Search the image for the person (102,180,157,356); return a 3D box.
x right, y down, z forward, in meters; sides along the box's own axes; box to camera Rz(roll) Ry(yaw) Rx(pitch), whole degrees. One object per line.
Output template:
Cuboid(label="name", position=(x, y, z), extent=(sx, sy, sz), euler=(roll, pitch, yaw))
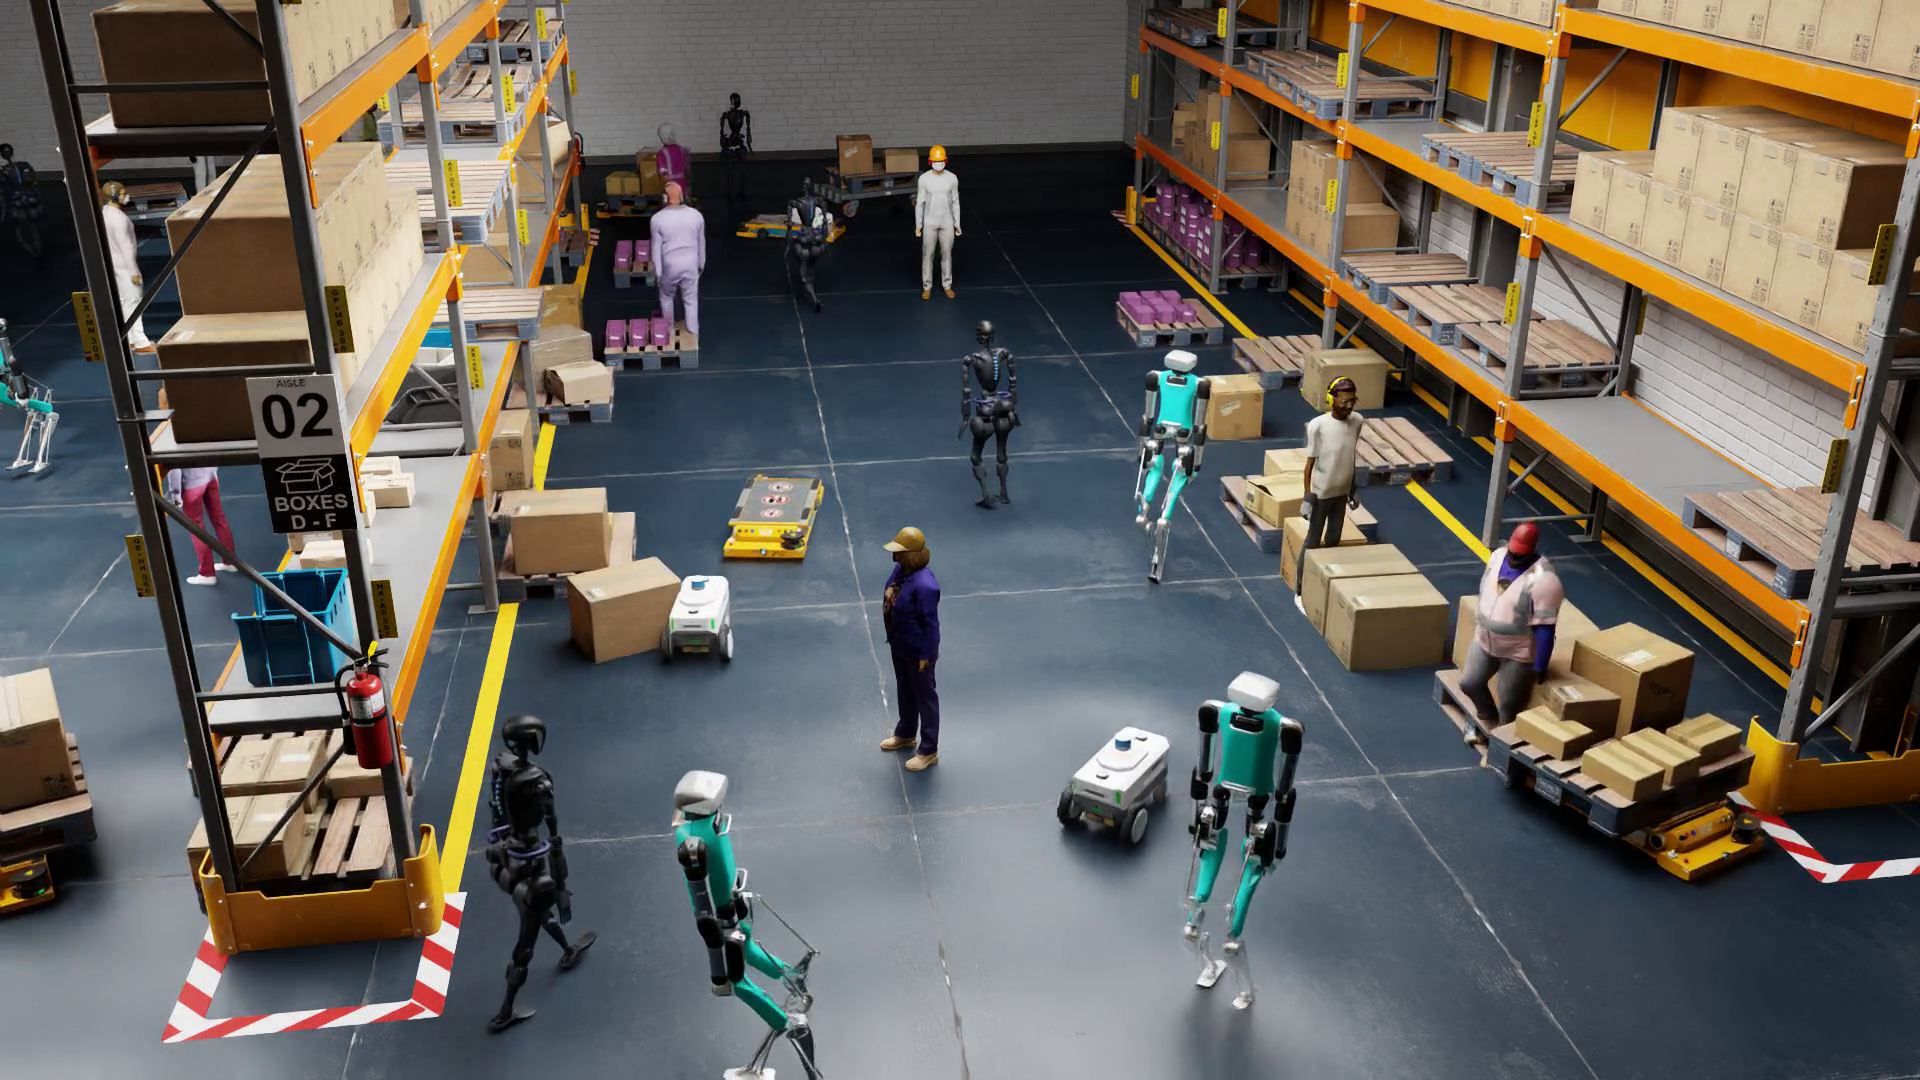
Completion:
Cuboid(label="person", position=(-9.275, -3.025, 18.496), extent=(0.375, 1.939, 0.627), euler=(-19, 30, -37))

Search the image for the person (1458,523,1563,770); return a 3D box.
Cuboid(label="person", position=(3.408, 0.661, 10.364), extent=(0.467, 1.723, 0.639), euler=(-15, 28, -30))

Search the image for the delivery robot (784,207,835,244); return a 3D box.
Cuboid(label="delivery robot", position=(-2.129, -4.515, 23.596), extent=(0.499, 0.586, 0.760), euler=(-19, 30, -37))

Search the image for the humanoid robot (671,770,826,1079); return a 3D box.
Cuboid(label="humanoid robot", position=(-0.850, 1.894, 7.652), extent=(0.834, 1.869, 0.551), euler=(0, 24, 0))

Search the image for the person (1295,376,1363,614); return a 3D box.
Cuboid(label="person", position=(2.783, -0.341, 12.465), extent=(0.530, 1.868, 0.309), euler=(-12, 27, -26))

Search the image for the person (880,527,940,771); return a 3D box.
Cuboid(label="person", position=(-0.316, 0.668, 10.468), extent=(0.338, 1.623, 0.450), euler=(-14, 27, -29))

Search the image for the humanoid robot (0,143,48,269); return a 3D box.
Cuboid(label="humanoid robot", position=(-12.328, -4.398, 21.935), extent=(0.473, 1.645, 0.602), euler=(17, 29, 33))

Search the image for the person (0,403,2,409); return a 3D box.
Cuboid(label="person", position=(-10.052, -2.221, 16.666), extent=(0.482, 1.944, 0.432), euler=(-16, 28, -32))

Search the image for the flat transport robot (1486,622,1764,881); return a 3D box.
Cuboid(label="flat transport robot", position=(4.063, 1.558, 10.130), extent=(0.659, 0.231, 1.431), euler=(-13, 27, -27))

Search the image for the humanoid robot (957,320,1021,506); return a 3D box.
Cuboid(label="humanoid robot", position=(0.258, -1.095, 14.428), extent=(0.616, 1.652, 0.332), euler=(-15, 28, -31))

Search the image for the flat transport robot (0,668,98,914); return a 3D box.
Cuboid(label="flat transport robot", position=(-5.693, 1.765, 9.657), extent=(0.659, 0.231, 1.431), euler=(-14, 27, -28))

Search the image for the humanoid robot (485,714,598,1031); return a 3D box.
Cuboid(label="humanoid robot", position=(-2.134, 1.604, 8.314), extent=(0.612, 1.619, 0.760), euler=(21, 31, 39))

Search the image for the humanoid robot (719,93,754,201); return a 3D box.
Cuboid(label="humanoid robot", position=(-3.490, -6.115, 25.857), extent=(0.589, 1.648, 0.328), euler=(-18, 30, -36))

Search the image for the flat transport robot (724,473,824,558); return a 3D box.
Cuboid(label="flat transport robot", position=(-1.568, -0.213, 14.163), extent=(0.659, 0.231, 1.431), euler=(1, 24, 2))

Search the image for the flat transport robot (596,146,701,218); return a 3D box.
Cuboid(label="flat transport robot", position=(-4.694, -5.004, 25.079), extent=(1.431, 0.231, 0.659), euler=(2, 24, 5))

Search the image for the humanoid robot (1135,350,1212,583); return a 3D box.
Cuboid(label="humanoid robot", position=(1.602, -0.501, 13.099), extent=(0.549, 1.872, 0.825), euler=(9, 25, 19))

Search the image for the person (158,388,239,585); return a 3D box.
Cuboid(label="person", position=(-5.965, -0.431, 12.973), extent=(0.283, 1.628, 0.501), euler=(7, 25, 16))

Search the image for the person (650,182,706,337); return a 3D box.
Cuboid(label="person", position=(-3.208, -3.105, 18.746), extent=(0.664, 1.874, 0.829), euler=(-11, 26, -24))

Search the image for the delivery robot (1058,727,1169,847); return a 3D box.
Cuboid(label="delivery robot", position=(0.969, 1.435, 10.024), extent=(0.499, 0.570, 0.753), euler=(14, 27, 29))

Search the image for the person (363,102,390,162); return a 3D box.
Cuboid(label="person", position=(-9.097, -6.141, 26.016), extent=(0.831, 1.596, 0.514), euler=(-6, 25, -14))

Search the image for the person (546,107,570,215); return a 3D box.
Cuboid(label="person", position=(-6.136, -5.727, 24.907), extent=(0.601, 1.730, 0.321), euler=(-5, 24, -10))

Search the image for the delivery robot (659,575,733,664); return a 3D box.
Cuboid(label="delivery robot", position=(-1.887, 0.549, 12.065), extent=(0.499, 0.589, 0.790), euler=(0, 24, 0))

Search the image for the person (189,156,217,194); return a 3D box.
Cuboid(label="person", position=(-11.518, -5.925, 25.236), extent=(0.430, 1.832, 0.640), euler=(3, 24, 7))

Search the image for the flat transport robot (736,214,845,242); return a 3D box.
Cuboid(label="flat transport robot", position=(-2.426, -4.475, 23.872), extent=(1.431, 0.231, 0.659), euler=(6, 24, 13))

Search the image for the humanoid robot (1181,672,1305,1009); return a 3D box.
Cuboid(label="humanoid robot", position=(1.334, 1.554, 8.275), extent=(0.539, 1.762, 0.659), euler=(11, 26, 24))

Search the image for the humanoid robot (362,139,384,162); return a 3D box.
Cuboid(label="humanoid robot", position=(-7.695, -4.552, 22.304), extent=(0.456, 1.647, 0.593), euler=(-6, 24, -12))

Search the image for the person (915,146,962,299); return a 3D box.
Cuboid(label="person", position=(-0.273, -3.936, 20.625), extent=(0.581, 1.895, 0.355), euler=(-4, 24, -9))

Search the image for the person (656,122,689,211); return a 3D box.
Cuboid(label="person", position=(-3.850, -4.710, 22.469), extent=(0.694, 1.825, 0.545), euler=(17, 29, 34))

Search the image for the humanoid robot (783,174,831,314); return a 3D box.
Cuboid(label="humanoid robot", position=(-1.822, -3.593, 20.179), extent=(0.613, 1.646, 0.749), euler=(-14, 27, -29))

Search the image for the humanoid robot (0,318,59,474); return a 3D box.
Cuboid(label="humanoid robot", position=(-8.482, -1.448, 14.985), extent=(0.533, 1.677, 0.735), euler=(8, 25, 18))
